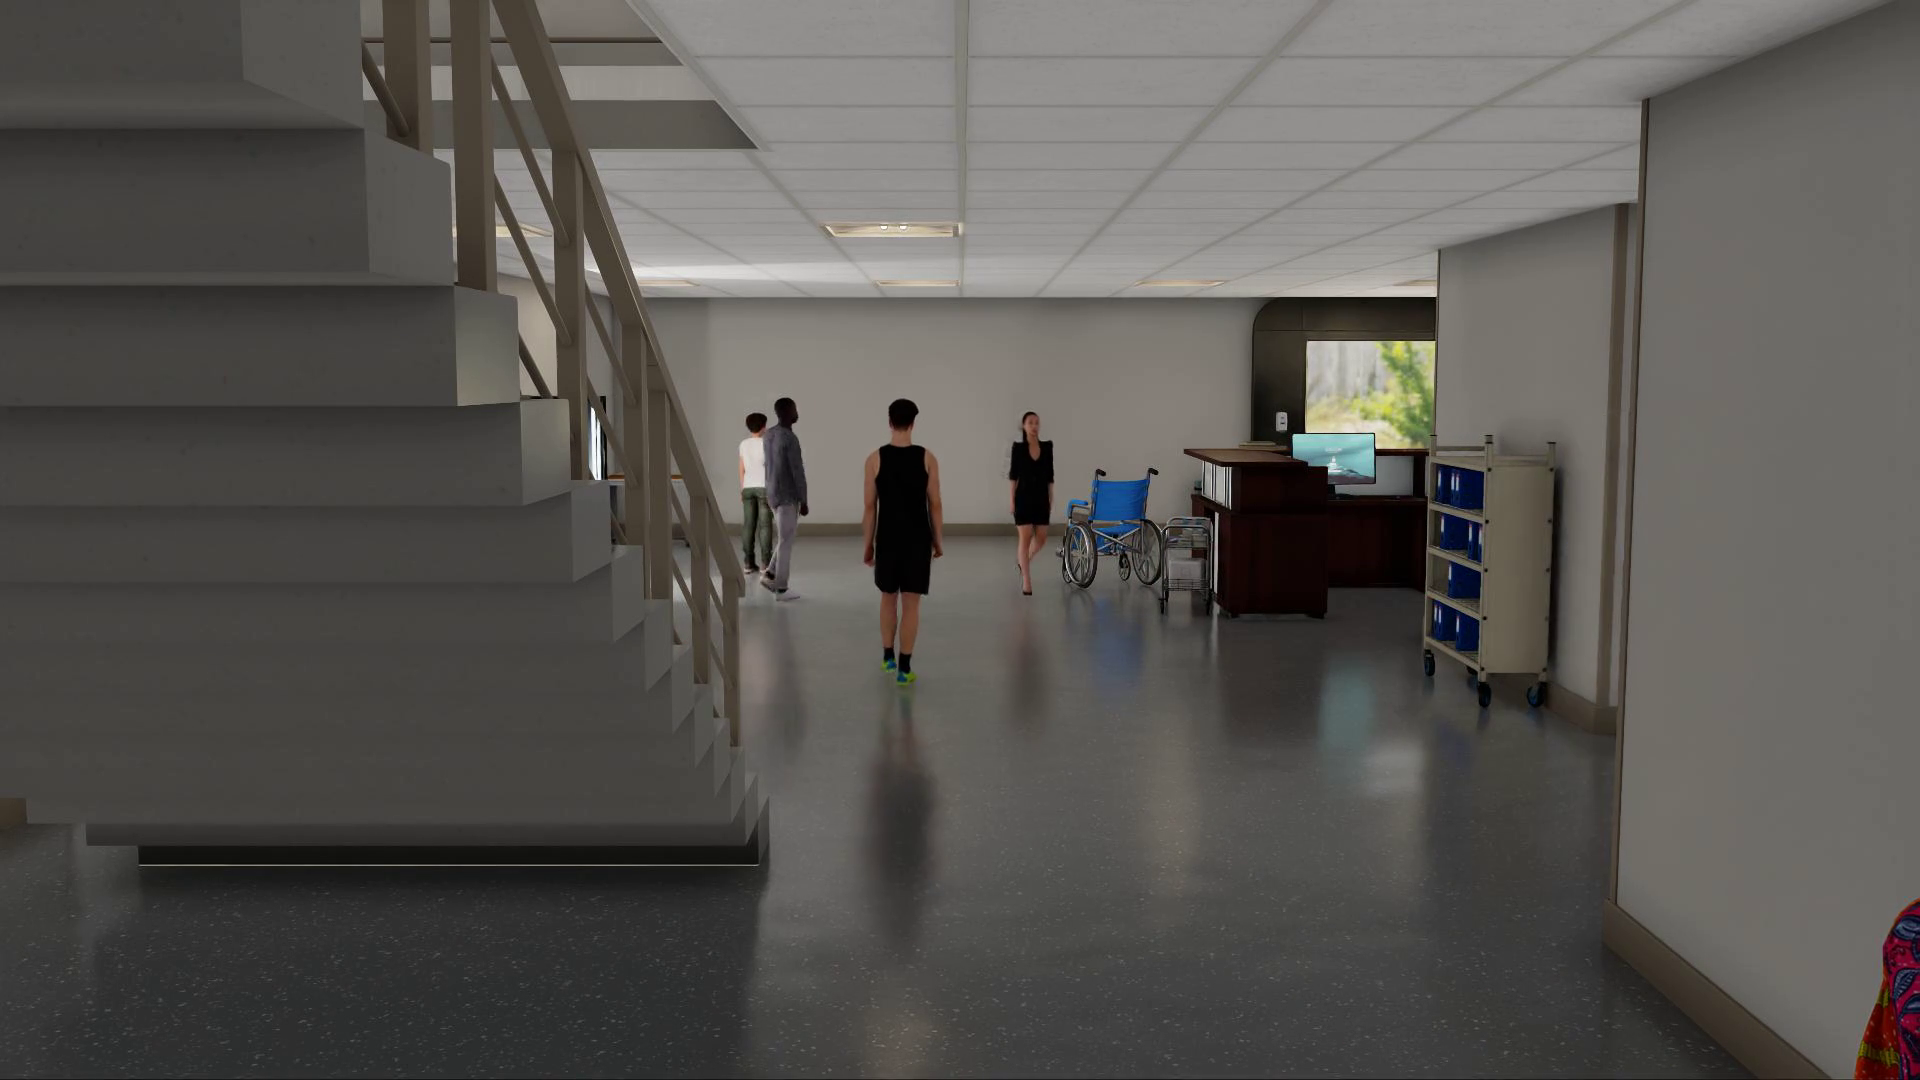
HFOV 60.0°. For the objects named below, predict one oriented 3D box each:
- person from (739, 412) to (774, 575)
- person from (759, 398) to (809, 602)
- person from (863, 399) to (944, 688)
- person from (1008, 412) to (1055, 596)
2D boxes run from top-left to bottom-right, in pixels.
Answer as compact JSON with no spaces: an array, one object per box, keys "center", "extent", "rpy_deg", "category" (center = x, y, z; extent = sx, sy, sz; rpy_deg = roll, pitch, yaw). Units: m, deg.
[{"center":[-2.080,-0.489,17.109],"extent":[0.647,1.654,0.643],"rpy_deg":[2,6,21],"category":"person"},{"center":[-1.664,-0.362,14.955],"extent":[0.901,1.832,0.807],"rpy_deg":[-4,7,-36],"category":"person"},{"center":[-0.377,0.029,10.864],"extent":[0.703,1.872,0.837],"rpy_deg":[1,6,7],"category":"person"},{"center":[0.627,-0.332,15.399],"extent":[0.722,1.683,0.880],"rpy_deg":[-2,6,-15],"category":"person"}]
